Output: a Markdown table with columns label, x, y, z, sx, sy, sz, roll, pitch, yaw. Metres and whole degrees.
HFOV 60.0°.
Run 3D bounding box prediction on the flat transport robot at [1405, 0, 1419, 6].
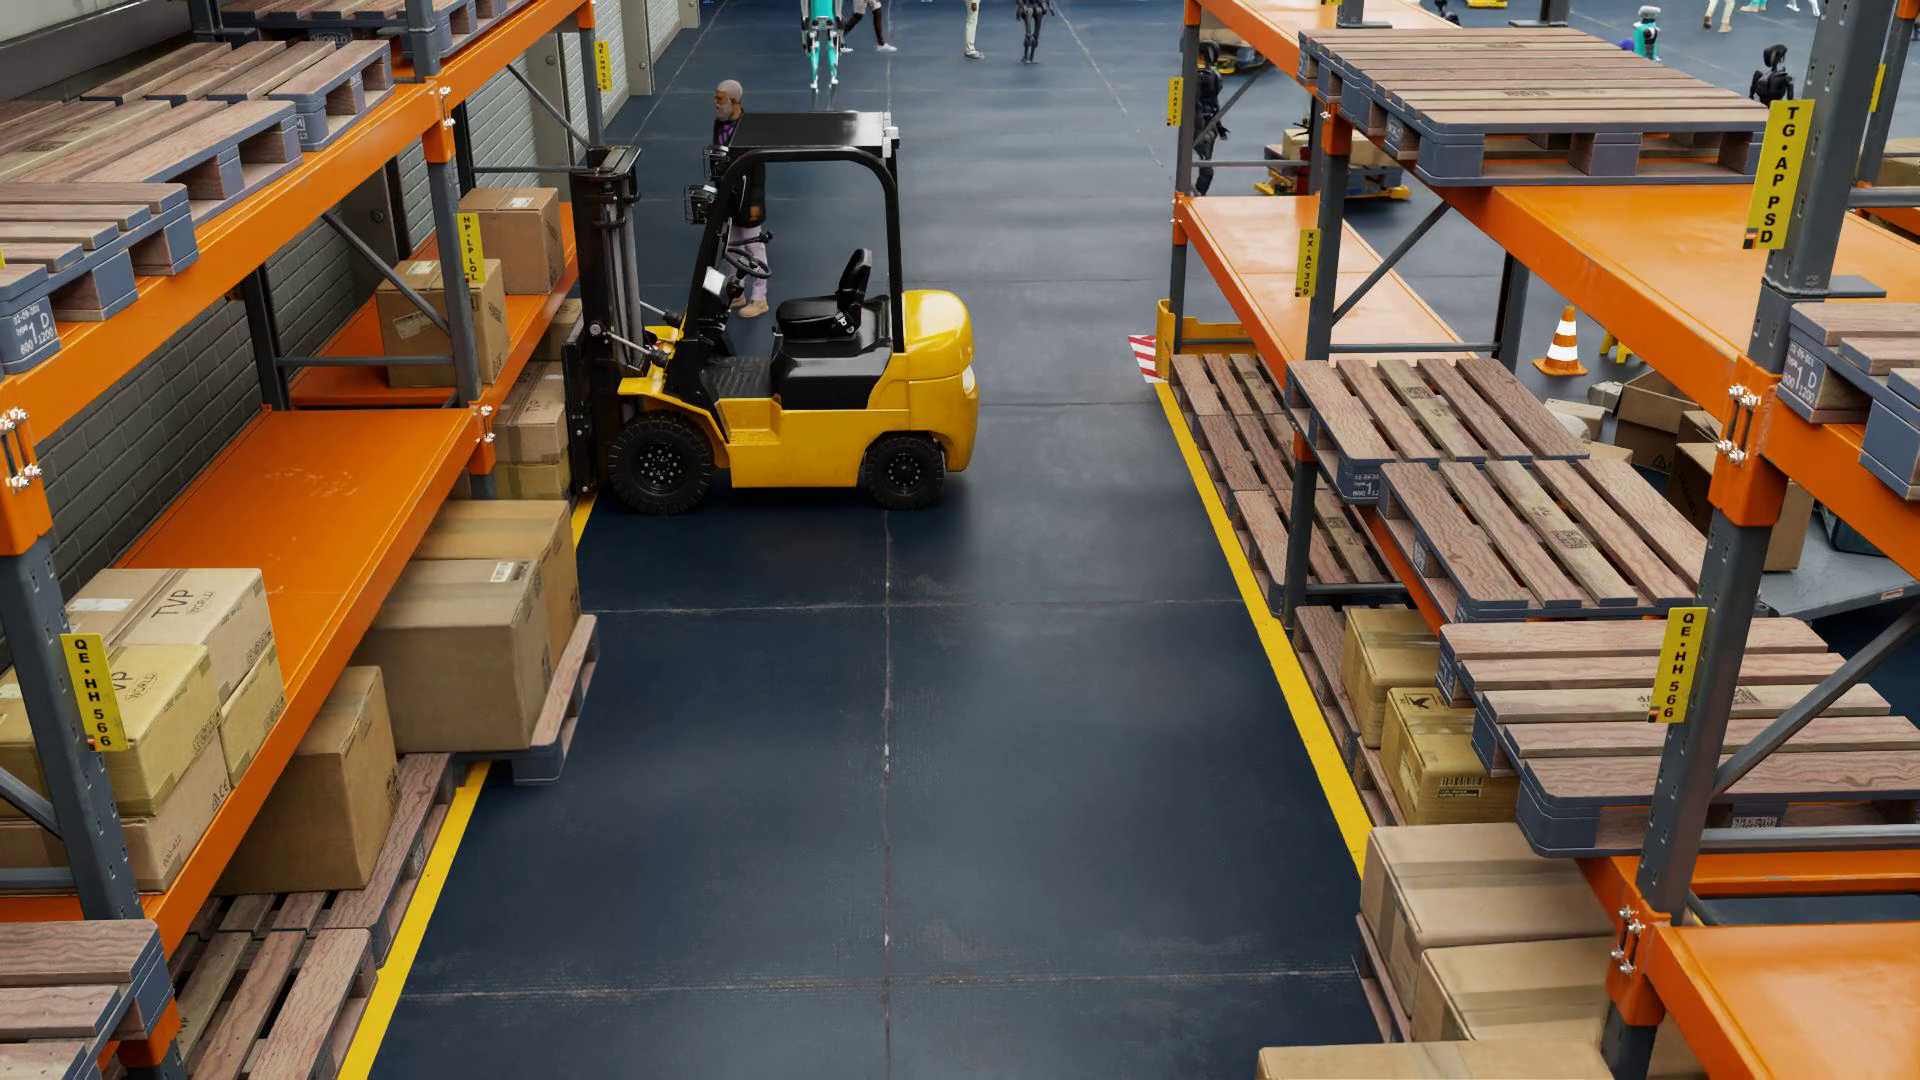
| label | x | y | z | sx | sy | sz | roll | pitch | yaw |
| --- | --- | --- | --- | --- | --- | --- | --- | --- | --- |
| flat transport robot | 6.122 | -7.511 | 25.209 | 1.431 | 0.231 | 0.659 | -16 | 30 | -30 |

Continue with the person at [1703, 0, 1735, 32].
| label | x | y | z | sx | sy | sz | roll | pitch | yaw |
| --- | --- | --- | --- | --- | --- | --- | --- | --- | --- |
| person | 12.363 | -9.126 | 26.747 | 0.573 | 1.880 | 0.520 | -23 | 33 | -39 |

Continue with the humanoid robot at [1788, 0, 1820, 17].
| label | x | y | z | sx | sy | sz | roll | pitch | yaw |
| --- | --- | --- | --- | --- | --- | --- | --- | --- | --- |
| humanoid robot | 14.617 | -9.860 | 28.531 | 0.531 | 1.766 | 0.998 | -6 | 26 | -13 |

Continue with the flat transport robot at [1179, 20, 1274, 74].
| label | x | y | z | sx | sy | sz | roll | pitch | yaw |
| --- | --- | --- | --- | --- | --- | --- | --- | --- | --- |
| flat transport robot | 3.936 | -6.909 | 23.936 | 0.659 | 0.231 | 1.431 | 23 | 34 | 40 |

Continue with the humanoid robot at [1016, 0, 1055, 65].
| label | x | y | z | sx | sy | sz | roll | pitch | yaw |
| --- | --- | --- | --- | --- | --- | --- | --- | --- | --- |
| humanoid robot | 1.080 | -7.728 | 24.019 | 0.591 | 1.656 | 0.423 | -13 | 28 | -25 |

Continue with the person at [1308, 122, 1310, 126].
| label | x | y | z | sx | sy | sz | roll | pitch | yaw |
| --- | --- | --- | --- | --- | --- | --- | --- | --- | --- |
| person | 4.620 | -5.749 | 19.589 | 1.004 | 1.879 | 0.643 | 16 | 30 | 31 |

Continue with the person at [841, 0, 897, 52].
| label | x | y | z | sx | sy | sz | roll | pitch | yaw |
| --- | --- | --- | --- | --- | --- | --- | --- | --- | --- |
| person | -1.468 | -8.270 | 24.956 | 0.931 | 1.855 | 0.521 | 2 | 25 | 4 |

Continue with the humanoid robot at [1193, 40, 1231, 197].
| label | x | y | z | sx | sy | sz | roll | pitch | yaw |
| --- | --- | --- | --- | --- | --- | --- | --- | --- | --- |
| humanoid robot | 2.397 | -3.986 | 16.096 | 0.364 | 1.656 | 0.600 | 13 | 28 | 25 |

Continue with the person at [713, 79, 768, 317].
| label | x | y | z | sx | sy | sz | roll | pitch | yaw |
| --- | --- | --- | --- | --- | --- | --- | --- | --- | --- |
| person | -1.737 | -2.703 | 13.171 | 0.532 | 1.856 | 0.411 | 23 | 34 | 40 |

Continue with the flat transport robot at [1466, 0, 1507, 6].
| label | x | y | z | sx | sy | sz | roll | pitch | yaw |
| --- | --- | --- | --- | --- | --- | --- | --- | --- | --- |
| flat transport robot | 9.528 | -9.882 | 30.230 | 0.659 | 0.231 | 1.431 | 4 | 26 | 9 |

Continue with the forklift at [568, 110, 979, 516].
| label | x | y | z | sx | sy | sz | roll | pitch | yaw |
| --- | --- | --- | --- | --- | --- | --- | --- | --- | --- |
| forklift | -1.043 | -1.379 | 9.976 | 2.313 | 2.155 | 1.214 | -1 | 25 | -2 |

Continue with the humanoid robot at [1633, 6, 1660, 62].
| label | x | y | z | sx | sy | sz | roll | pitch | yaw |
| --- | --- | --- | --- | --- | --- | --- | --- | --- | --- |
| humanoid robot | 7.434 | -4.777 | 17.716 | 1.009 | 1.736 | 0.536 | 3 | 25 | 5 |

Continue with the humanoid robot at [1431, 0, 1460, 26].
| label | x | y | z | sx | sy | sz | roll | pitch | yaw |
| --- | --- | --- | --- | --- | --- | --- | --- | --- | --- |
| humanoid robot | 5.575 | -5.680 | 19.729 | 0.606 | 1.650 | 0.587 | -4 | 26 | -8 |

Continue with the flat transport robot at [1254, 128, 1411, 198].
| label | x | y | z | sx | sy | sz | roll | pitch | yaw |
| --- | --- | --- | --- | --- | --- | --- | --- | --- | --- |
| flat transport robot | 3.796 | -3.623 | 16.976 | 1.431 | 0.231 | 0.659 | -5 | 26 | -11 |

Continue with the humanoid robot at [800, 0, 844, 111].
| label | x | y | z | sx | sy | sz | roll | pitch | yaw |
| --- | --- | --- | --- | --- | --- | --- | --- | --- | --- |
| humanoid robot | -1.670 | -6.027 | 20.334 | 0.537 | 1.790 | 0.665 | -2 | 25 | -4 |

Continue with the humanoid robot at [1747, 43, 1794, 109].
| label | x | y | z | sx | sy | sz | roll | pitch | yaw |
| --- | --- | --- | --- | --- | --- | --- | --- | --- | --- |
| humanoid robot | 7.893 | -3.998 | 16.199 | 0.785 | 1.636 | 0.613 | -9 | 27 | -18 |

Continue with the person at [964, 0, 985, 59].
| label | x | y | z | sx | sy | sz | roll | pitch | yaw |
| --- | --- | --- | --- | --- | --- | --- | --- | --- | --- |
| person | 0.221 | -8.008 | 24.533 | 0.345 | 1.745 | 0.561 | 0 | 25 | -1 |

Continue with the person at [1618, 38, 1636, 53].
| label | x | y | z | sx | sy | sz | roll | pitch | yaw |
| --- | --- | --- | --- | --- | --- | --- | --- | --- | --- |
| person | 6.350 | -4.036 | 16.210 | 0.430 | 1.660 | 0.929 | 9 | 27 | 18 |

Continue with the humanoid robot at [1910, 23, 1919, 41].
| label | x | y | z | sx | sy | sz | roll | pitch | yaw |
| --- | --- | --- | --- | --- | --- | --- | --- | --- | --- |
| humanoid robot | 15.105 | -8.675 | 26.024 | 0.361 | 1.653 | 0.593 | 14 | 29 | 27 |

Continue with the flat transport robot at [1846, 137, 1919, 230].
| label | x | y | z | sx | sy | sz | roll | pitch | yaw |
| --- | --- | --- | --- | --- | --- | --- | --- | --- | --- |
| flat transport robot | 7.494 | -1.943 | 13.417 | 1.431 | 0.231 | 0.659 | 0 | 25 | 0 |

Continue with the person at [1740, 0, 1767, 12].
| label | x | y | z | sx | sy | sz | roll | pitch | yaw |
| --- | --- | --- | --- | --- | --- | --- | --- | --- | --- |
| person | 14.042 | -10.243 | 29.093 | 0.503 | 1.904 | 0.374 | -20 | 32 | -36 |
